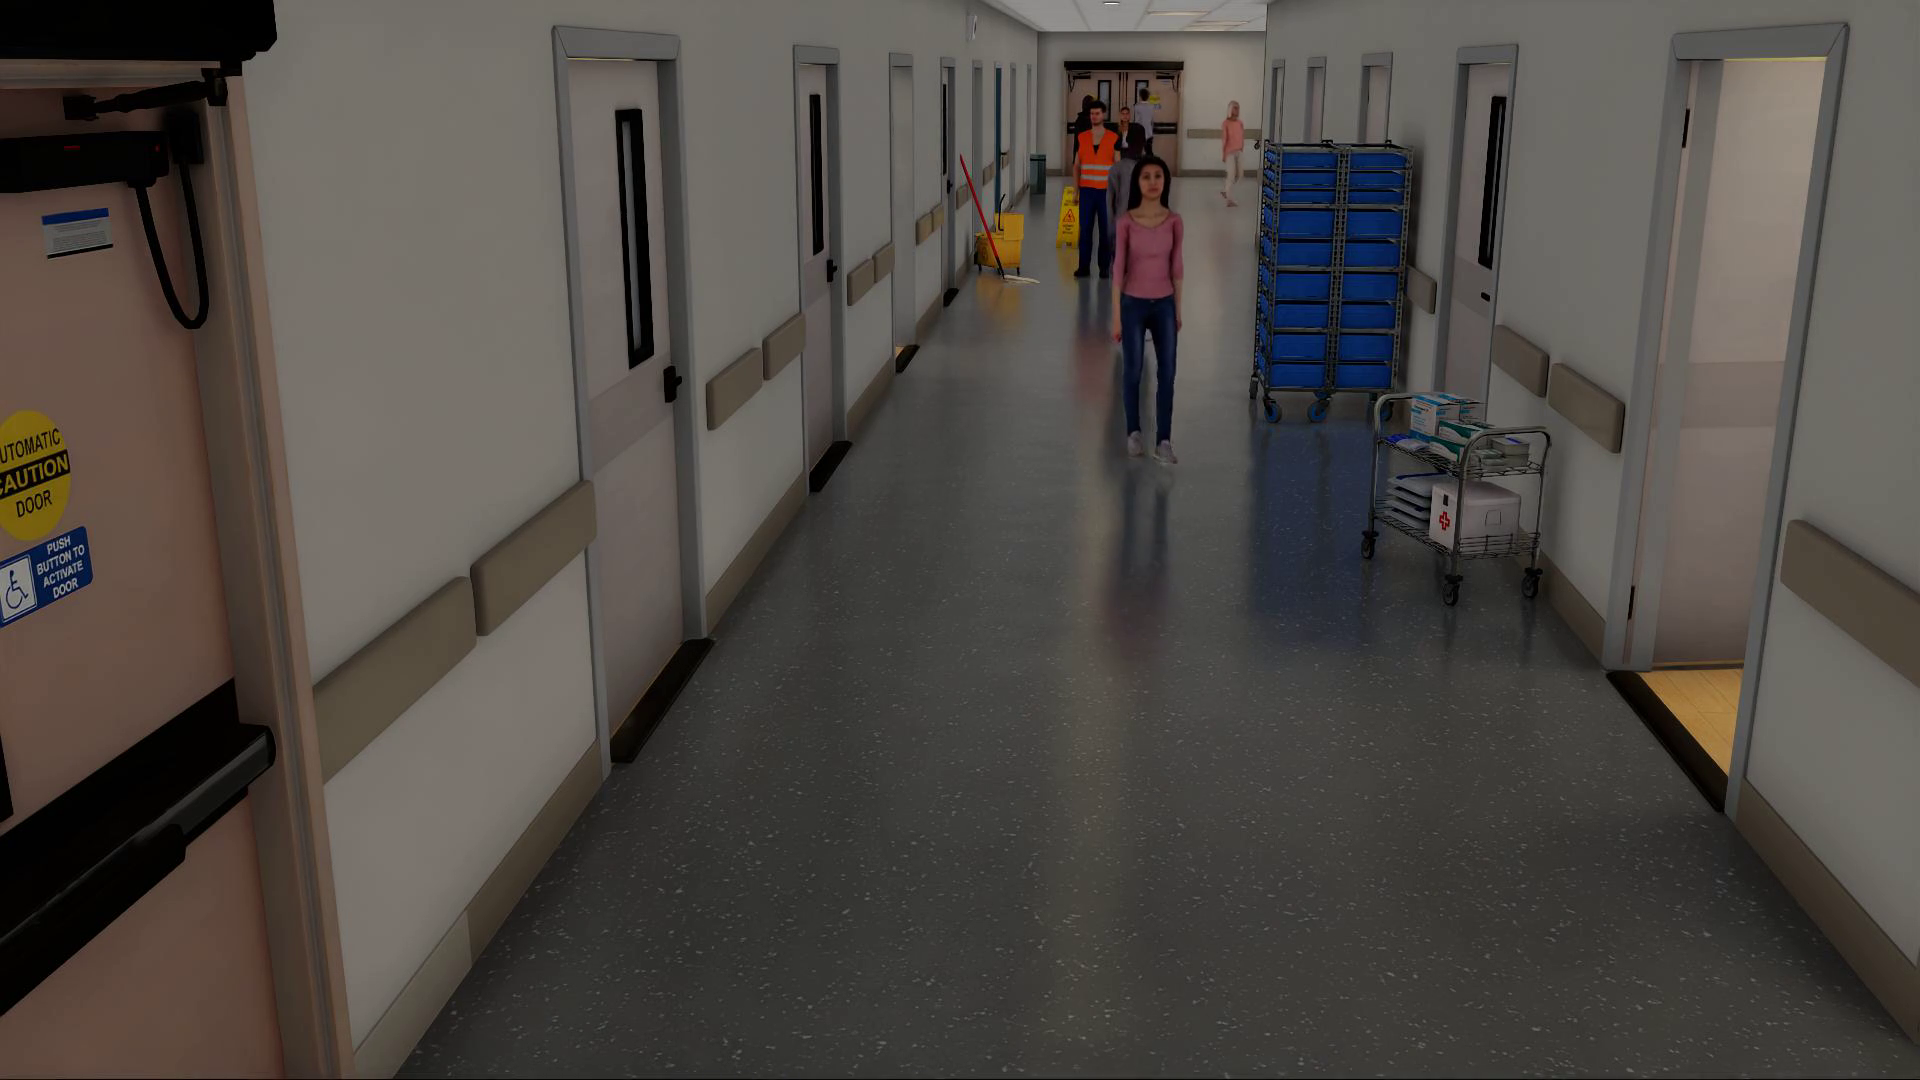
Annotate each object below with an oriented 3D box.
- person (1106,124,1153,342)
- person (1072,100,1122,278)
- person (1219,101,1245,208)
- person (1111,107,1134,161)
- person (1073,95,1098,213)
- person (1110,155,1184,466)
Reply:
[{"bbox_3d":[1.440,-2.548,13.807,0.639,1.772,0.566,0,16,-2],"label":"person"},{"bbox_3d":[1.492,-3.821,18.123,0.730,1.880,0.679,4,16,14],"label":"person"},{"bbox_3d":[4.459,-6.386,27.530,0.808,1.712,0.880,-10,19,-32],"label":"person"},{"bbox_3d":[2.493,-5.696,25.166,0.596,1.667,0.552,0,16,0],"label":"person"},{"bbox_3d":[2.040,-6.176,26.578,0.784,1.825,0.845,-13,20,-39],"label":"person"},{"bbox_3d":[1.055,-1.324,9.560,0.716,1.721,0.929,-2,16,-7],"label":"person"}]
